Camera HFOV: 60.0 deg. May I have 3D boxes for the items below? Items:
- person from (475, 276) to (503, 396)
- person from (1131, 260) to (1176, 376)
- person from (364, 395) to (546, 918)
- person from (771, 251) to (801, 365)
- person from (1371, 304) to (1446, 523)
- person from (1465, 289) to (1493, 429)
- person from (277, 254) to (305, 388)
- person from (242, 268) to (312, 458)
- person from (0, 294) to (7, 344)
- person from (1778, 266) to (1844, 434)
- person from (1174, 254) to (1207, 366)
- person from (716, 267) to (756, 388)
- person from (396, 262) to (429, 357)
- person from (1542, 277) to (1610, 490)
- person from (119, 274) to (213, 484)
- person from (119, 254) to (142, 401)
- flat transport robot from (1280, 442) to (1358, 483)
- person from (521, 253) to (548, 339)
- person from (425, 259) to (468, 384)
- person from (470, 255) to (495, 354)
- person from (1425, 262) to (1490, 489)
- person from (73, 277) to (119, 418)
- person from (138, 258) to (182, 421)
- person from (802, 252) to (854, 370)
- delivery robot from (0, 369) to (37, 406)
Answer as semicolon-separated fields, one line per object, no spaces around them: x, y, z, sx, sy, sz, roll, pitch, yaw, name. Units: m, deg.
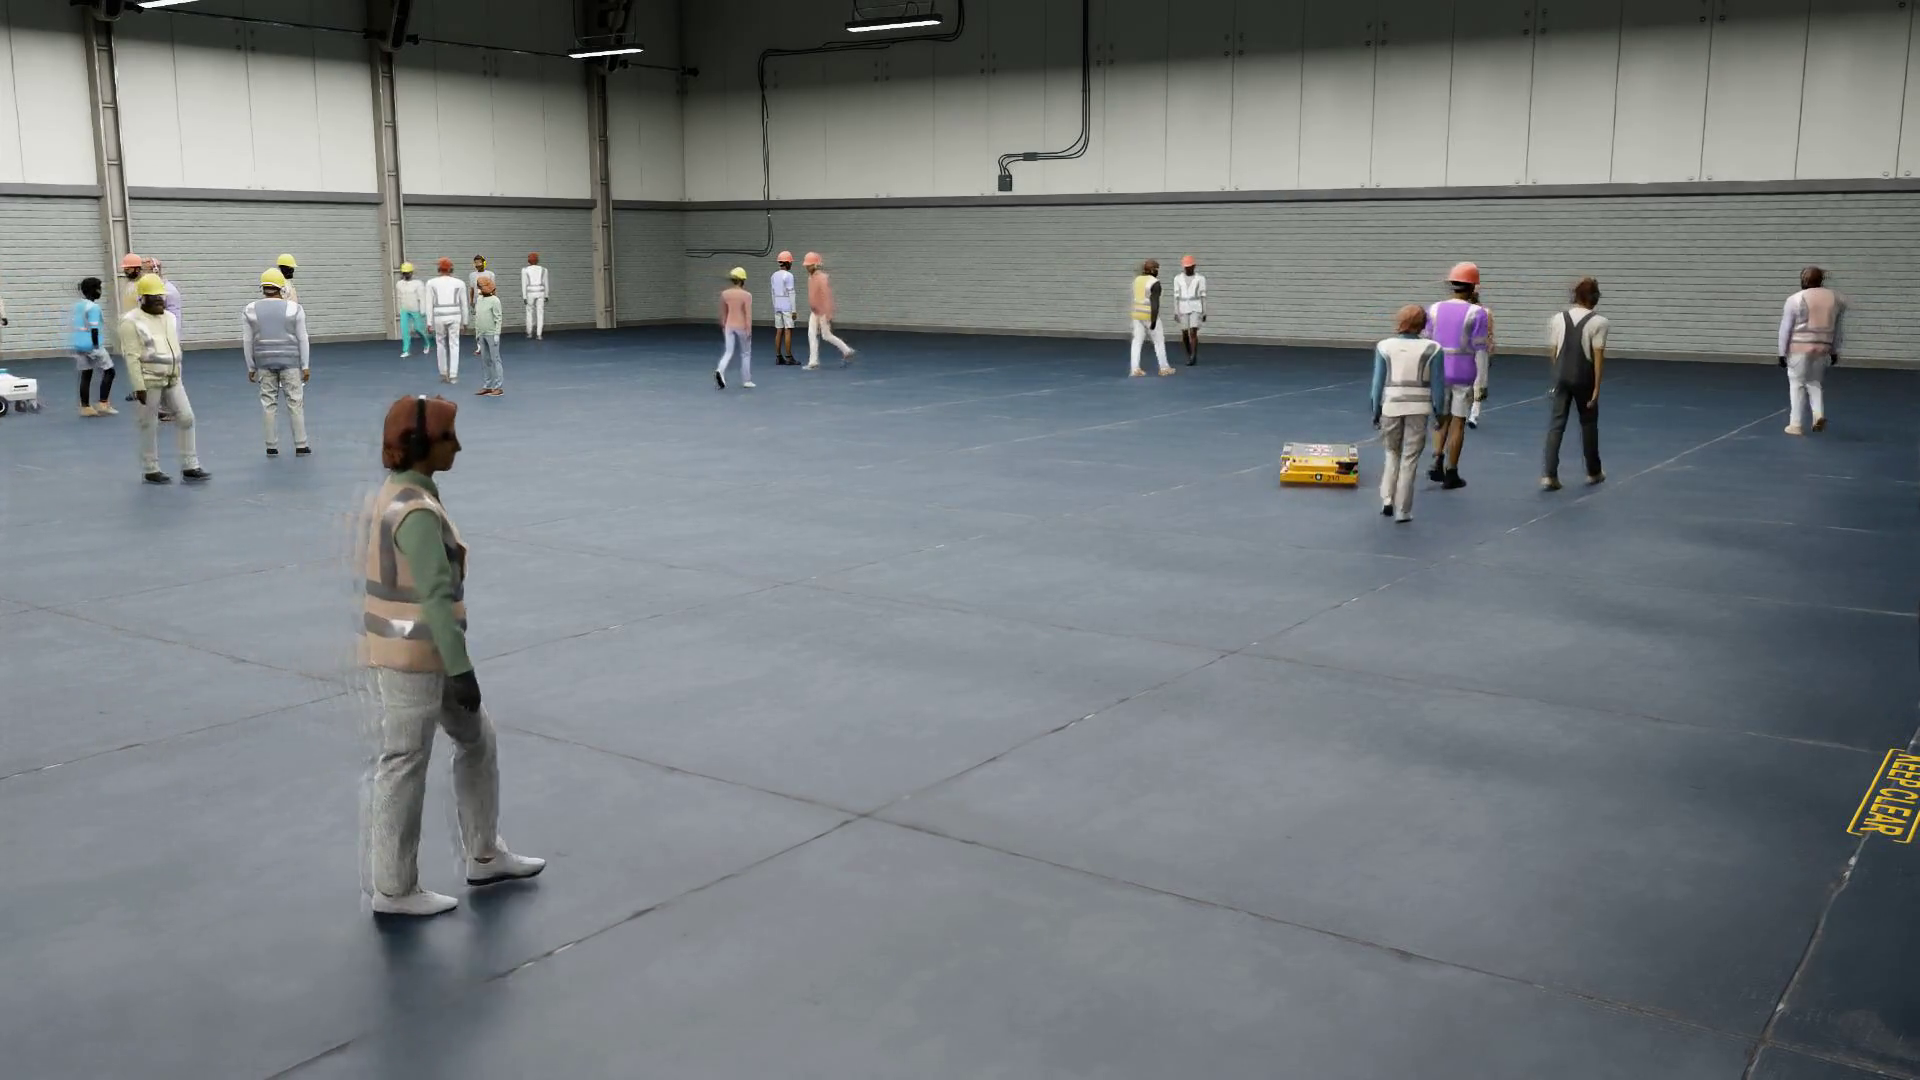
-6.446;-2.783;22.715;0.499;1.633;0.279;8;13;38;person
3.028;-3.473;26.072;0.865;1.804;0.637;-7;12;-34;person
-1.546;0.363;5.123;0.665;1.613;0.552;-4;11;-19;person
-2.976;-3.947;28.386;0.543;1.939;0.360;10;14;44;person
3.350;-0.941;12.417;0.533;1.620;0.413;6;12;31;person
5.706;-2.047;18.709;0.521;1.590;0.869;5;11;26;person
-9.677;-3.149;23.955;0.376;1.922;0.594;-2;10;-10;person
-6.623;-1.712;16.161;0.591;1.834;0.404;-2;10;-10;person
-15.571;-3.599;26.511;0.629;1.907;0.733;0;10;1;person
9.203;-2.050;18.065;0.652;1.830;0.438;0;10;-2;person
3.933;-3.923;28.348;0.564;1.905;0.693;4;11;20;person
-3.222;-3.026;23.786;0.529;1.745;0.736;5;11;24;person
-10.085;-4.247;30.645;0.527;1.743;0.730;1;10;7;person
5.246;-1.324;14.116;0.510;1.797;0.955;9;13;40;person
-6.799;-1.359;14.248;0.712;1.807;0.631;4;11;20;person
-10.778;-2.777;21.835;0.543;1.938;0.356;7;12;34;person
3.219;-0.703;14.883;0.652;0.197;1.431;2;10;12;flat transport robot
-9.278;-5.318;36.274;0.583;1.857;0.795;-4;11;-22;person
-7.679;-3.277;24.905;0.589;1.836;0.966;-3;11;-18;person
-8.929;-4.396;31.129;0.503;1.860;0.311;1;10;5;person
4.216;-1.387;14.096;0.565;1.918;0.410;10;14;43;person
-10.342;-2.300;19.891;0.532;1.671;0.511;8;13;36;person
-9.414;-2.348;19.521;0.651;1.906;0.402;7;12;33;person
-2.198;-3.782;27.490;0.852;1.946;0.622;-7;12;-34;person
-11.576;-1.827;20.121;0.477;0.478;0.707;5;12;28;delivery robot
